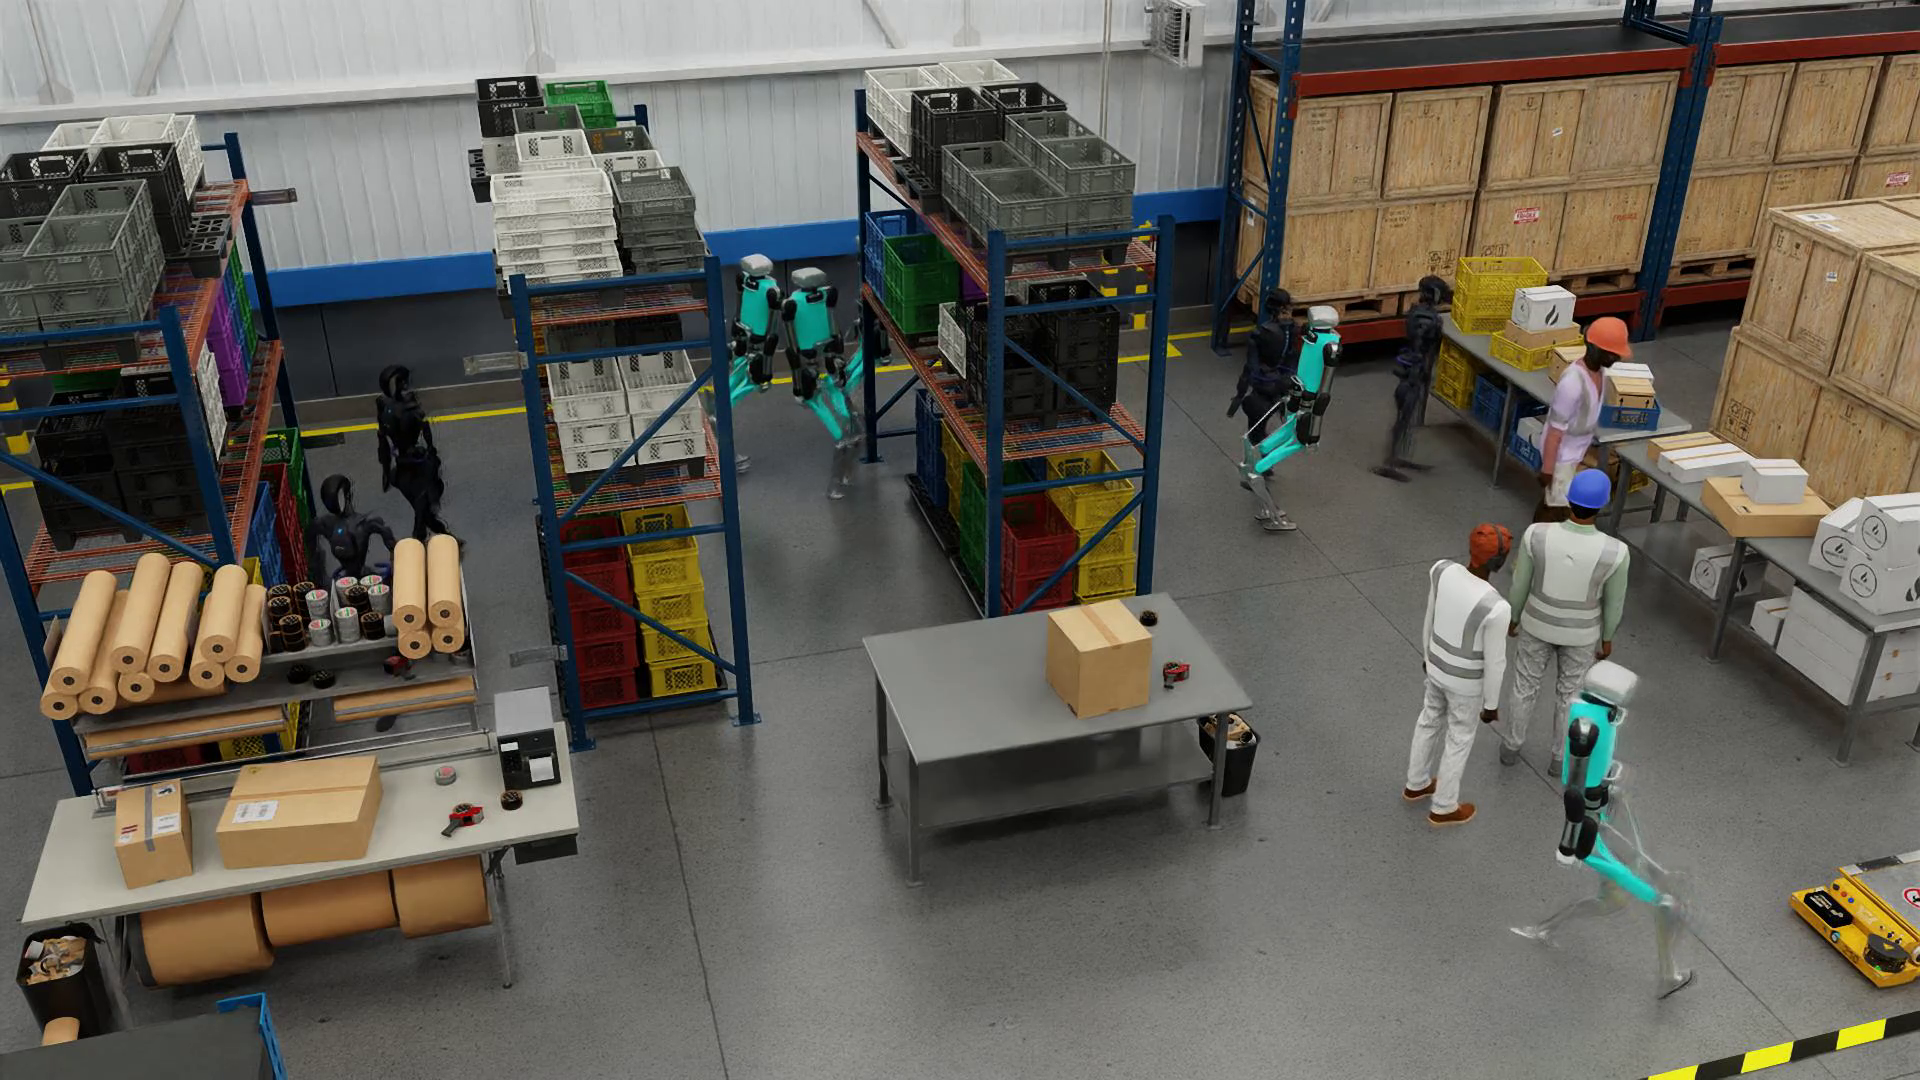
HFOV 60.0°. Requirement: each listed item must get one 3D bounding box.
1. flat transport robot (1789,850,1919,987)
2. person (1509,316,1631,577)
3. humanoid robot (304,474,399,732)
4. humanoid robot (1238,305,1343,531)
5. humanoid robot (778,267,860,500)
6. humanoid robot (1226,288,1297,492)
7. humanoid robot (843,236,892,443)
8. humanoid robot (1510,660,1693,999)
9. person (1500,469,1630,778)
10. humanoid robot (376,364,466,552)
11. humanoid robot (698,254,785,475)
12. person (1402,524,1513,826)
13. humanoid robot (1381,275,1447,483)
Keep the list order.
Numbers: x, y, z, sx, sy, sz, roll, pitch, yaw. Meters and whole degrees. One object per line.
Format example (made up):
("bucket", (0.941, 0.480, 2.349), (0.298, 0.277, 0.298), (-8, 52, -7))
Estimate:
("flat transport robot", (5.163, 1.916, 8.676), (1.431, 0.231, 0.659), (-8, 30, -14))
("person", (4.221, -0.608, 11.461), (0.485, 2.018, 0.647), (18, 33, 29))
("humanoid robot", (-3.596, 0.364, 10.047), (0.611, 1.645, 0.442), (-1, 29, -1))
("humanoid robot", (2.337, -0.871, 12.126), (0.743, 1.692, 0.531), (-5, 29, -9))
("humanoid robot", (-0.954, -1.137, 12.750), (0.803, 1.814, 0.530), (25, 37, 38))
("humanoid robot", (2.322, -1.148, 12.791), (0.589, 1.651, 0.364), (-23, 36, -35))
("humanoid robot", (-0.884, -1.588, 13.528), (0.724, 1.780, 0.532), (-13, 31, -22))
("humanoid robot", (3.294, 1.450, 8.041), (1.003, 1.777, 0.545), (16, 33, 27))
("person", (3.449, 0.485, 9.536), (0.613, 1.946, 0.387), (14, 32, 23))
("humanoid robot", (-3.810, -0.473, 11.605), (0.584, 1.627, 0.772), (17, 33, 28))
("humanoid robot", (-1.790, -1.326, 13.024), (0.851, 1.738, 0.563), (-23, 36, -35))
("person", (2.754, 0.744, 9.140), (0.371, 1.879, 0.582), (-14, 32, -23))
("humanoid robot", (3.551, -1.283, 13.033), (0.328, 1.659, 0.612), (11, 31, 19))
